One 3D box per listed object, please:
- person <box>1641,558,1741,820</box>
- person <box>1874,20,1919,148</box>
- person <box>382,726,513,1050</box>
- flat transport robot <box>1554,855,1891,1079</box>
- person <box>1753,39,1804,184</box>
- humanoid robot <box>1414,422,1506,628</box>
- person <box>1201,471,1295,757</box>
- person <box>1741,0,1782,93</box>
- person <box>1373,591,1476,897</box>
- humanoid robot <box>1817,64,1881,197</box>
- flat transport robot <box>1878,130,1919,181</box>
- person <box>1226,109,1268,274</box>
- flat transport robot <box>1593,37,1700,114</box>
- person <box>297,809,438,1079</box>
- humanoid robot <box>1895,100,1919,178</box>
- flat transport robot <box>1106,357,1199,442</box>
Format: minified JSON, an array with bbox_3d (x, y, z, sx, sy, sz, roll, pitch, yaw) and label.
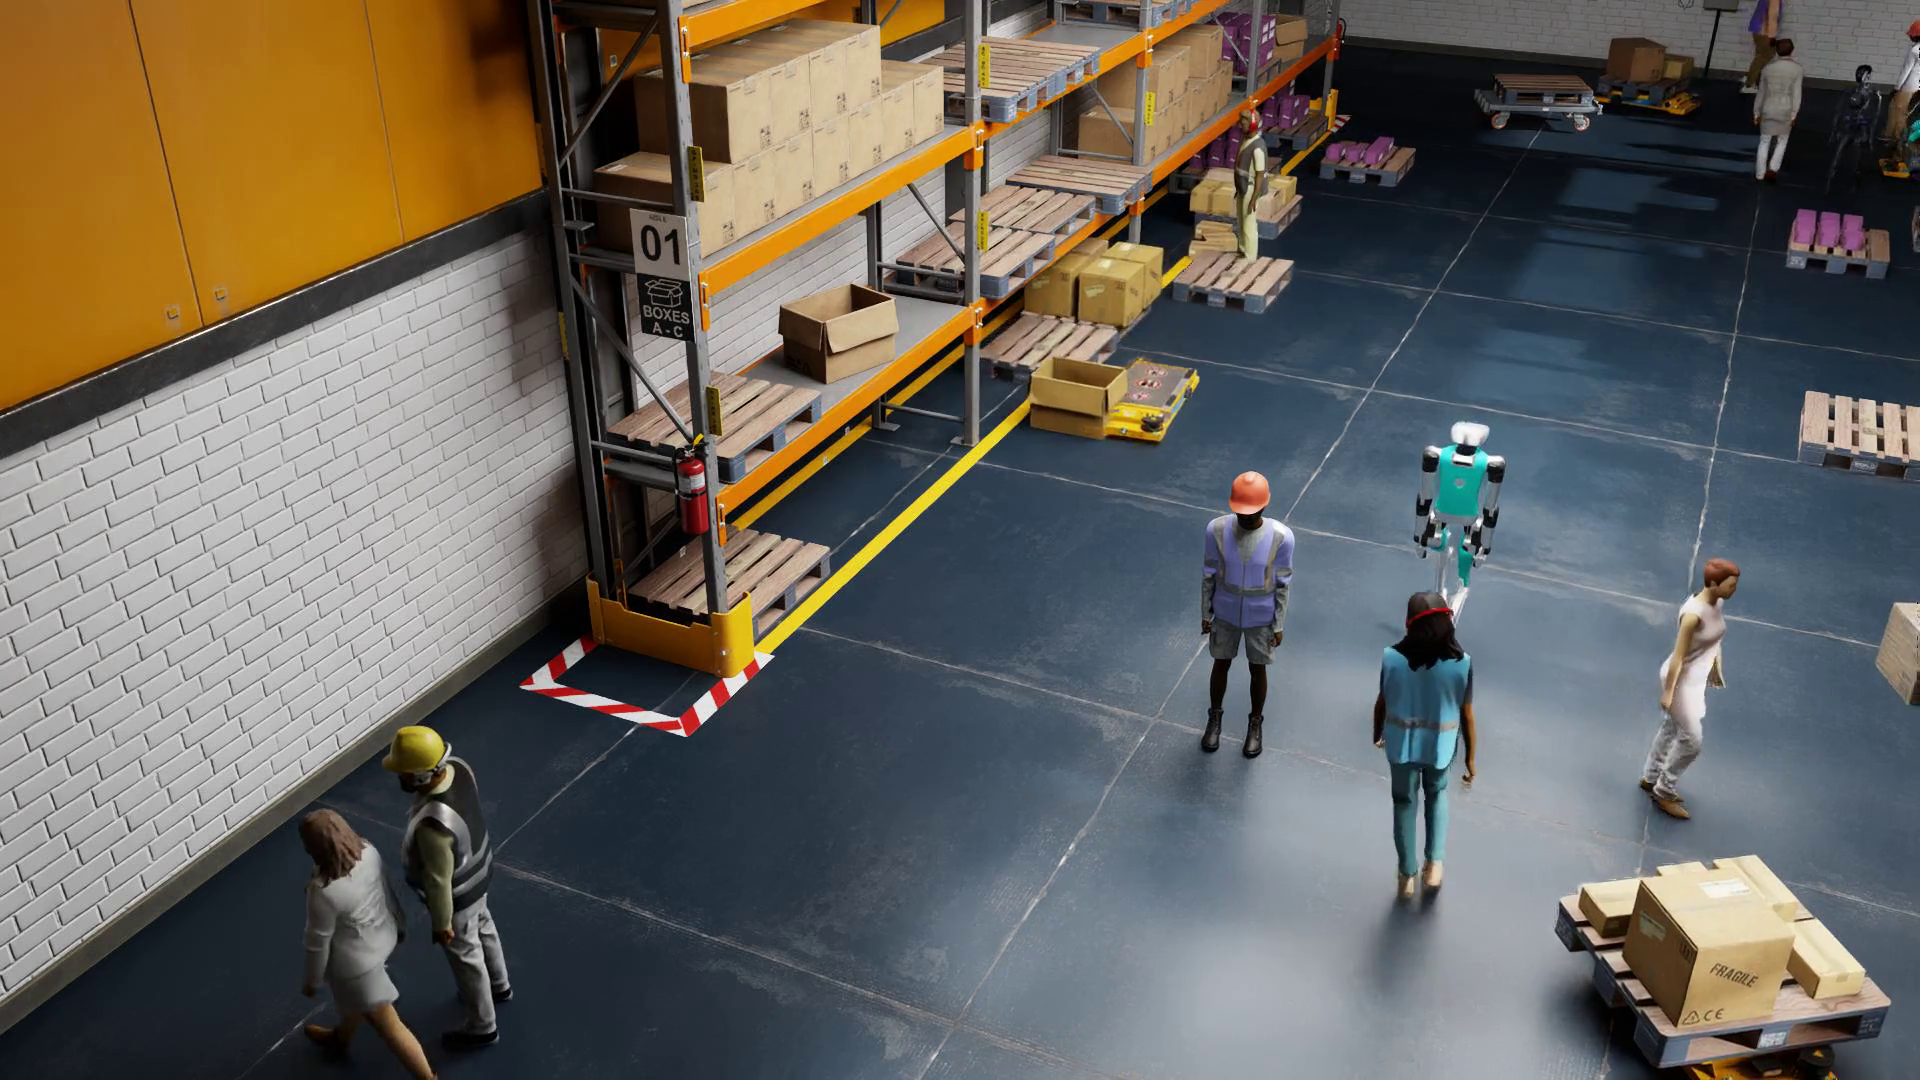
[{"bbox_3d":[4.309,0.864,9.658,0.480,1.644,0.490,24,37,37],"label":"person"},{"bbox_3d":[12.899,-6.278,22.838,0.592,1.711,0.648,-22,35,-35],"label":"person"},{"bbox_3d":[-2.464,1.657,8.030,0.404,1.825,0.584,-1,28,-2],"label":"person"},{"bbox_3d":[3.764,2.267,8.525,0.659,0.231,1.431,-5,29,-9],"label":"flat transport robot"},{"bbox_3d":[10.406,-5.453,21.235,0.546,1.794,0.542,16,32,27],"label":"person"},{"bbox_3d":[3.418,-0.102,11.428,0.530,1.777,0.987,11,30,20],"label":"humanoid robot"},{"bbox_3d":[1.723,0.453,10.143,0.540,1.932,0.382,9,30,16],"label":"person"},{"bbox_3d":[12.332,-7.778,25.435,0.502,1.895,0.579,5,29,9],"label":"person"},{"bbox_3d":[2.503,1.118,8.997,0.566,1.845,0.474,5,29,10],"label":"person"},{"bbox_3d":[11.136,-5.066,20.687,0.645,1.648,0.618,-15,32,-26],"label":"humanoid robot"},{"bbox_3d":[12.839,-4.855,21.731,1.431,0.231,0.659,10,30,18],"label":"flat transport robot"},{"bbox_3d":[3.133,-3.751,18.027,0.372,1.840,0.568,-3,29,-6],"label":"person"},{"bbox_3d":[10.344,-6.676,25.108,1.431,0.231,0.659,22,35,35],"label":"flat transport robot"},{"bbox_3d":[-2.862,1.919,7.744,0.854,1.609,0.510,6,29,11],"label":"person"},{"bbox_3d":[12.415,-5.525,21.414,0.703,1.765,0.533,-1,28,-2],"label":"humanoid robot"},{"bbox_3d":[1.689,-1.290,15.120,0.659,0.231,1.431,10,30,19],"label":"flat transport robot"}]
